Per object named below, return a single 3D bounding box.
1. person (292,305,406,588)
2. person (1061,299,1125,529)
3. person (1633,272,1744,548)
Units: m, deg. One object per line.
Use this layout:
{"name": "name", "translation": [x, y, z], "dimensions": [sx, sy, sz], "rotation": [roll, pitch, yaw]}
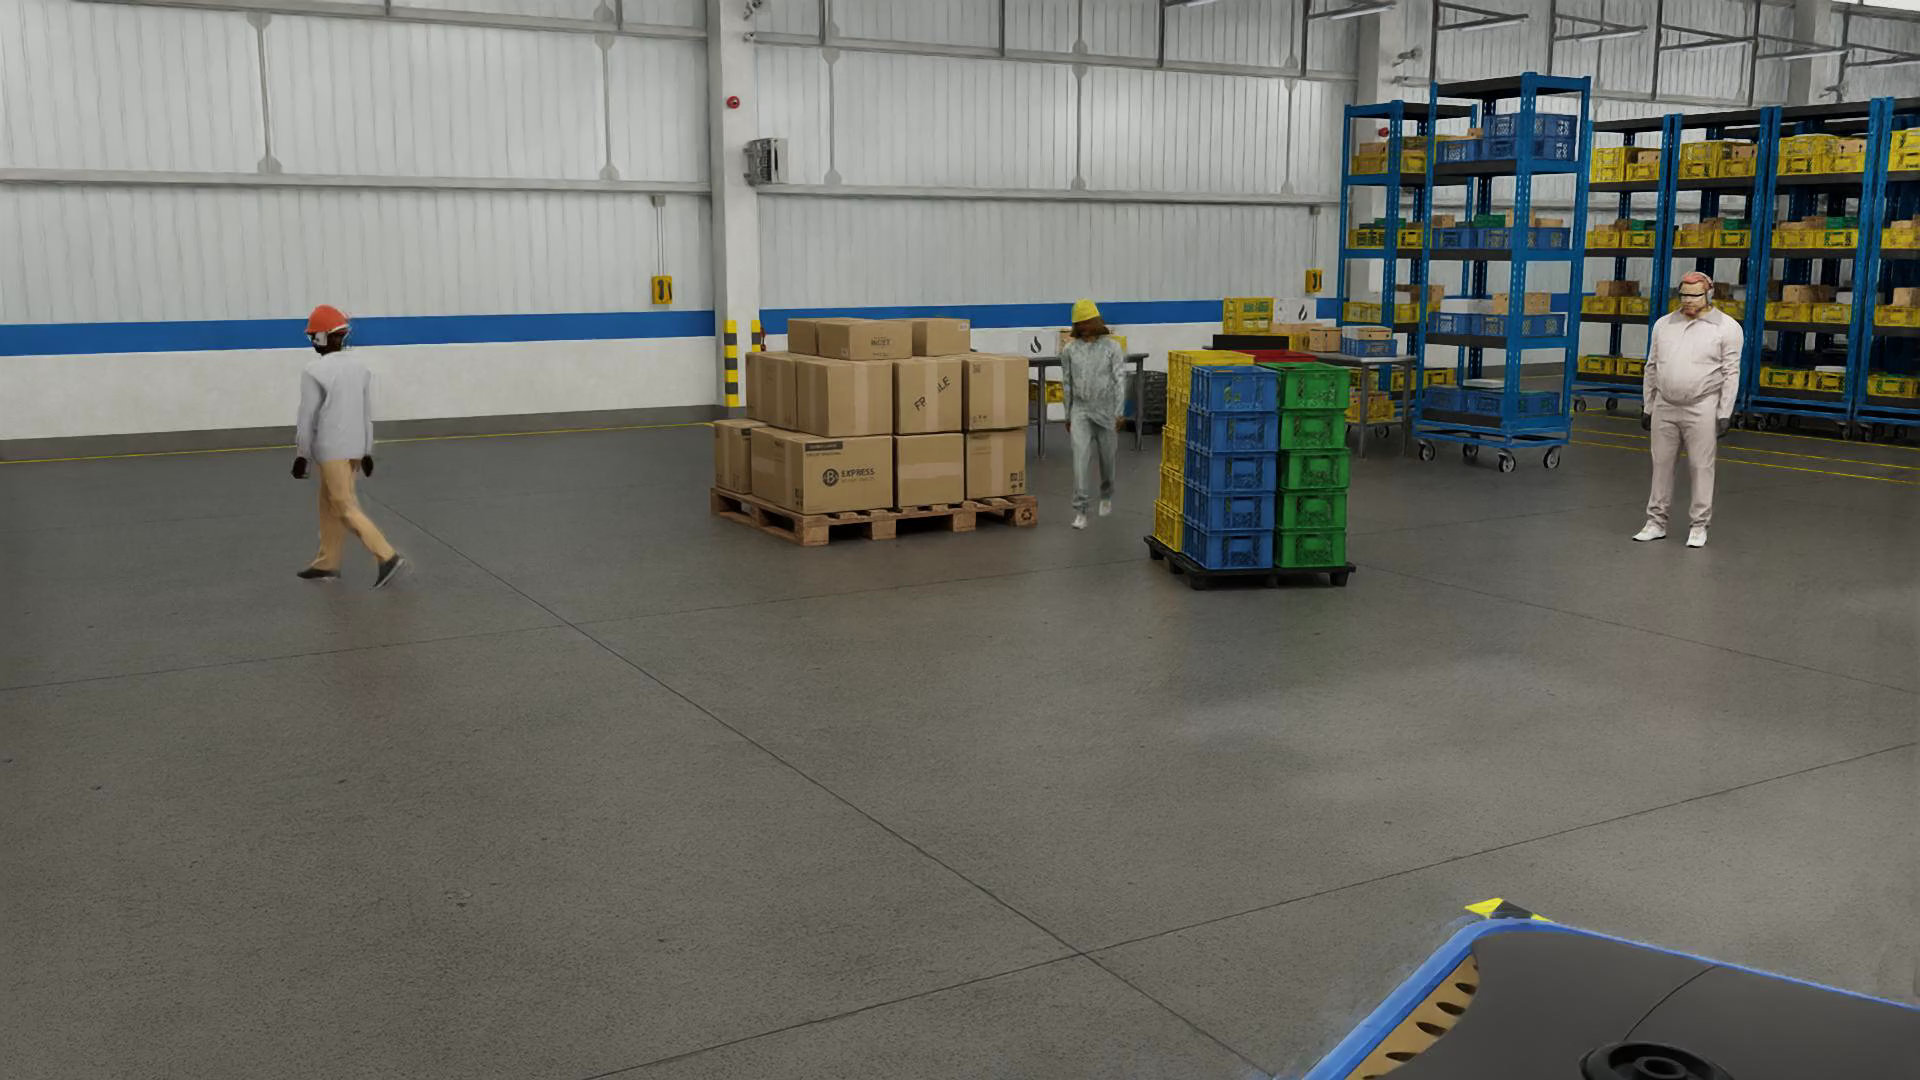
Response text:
{"name": "person", "translation": [-3.763, -0.569, 10.168], "dimensions": [0.820, 1.725, 0.555], "rotation": [2, 10, 12]}
{"name": "person", "translation": [1.009, -0.970, 12.530], "dimensions": [0.508, 1.686, 0.908], "rotation": [2, 10, 12]}
{"name": "person", "translation": [5.044, -0.903, 11.559], "dimensions": [0.638, 1.903, 0.409], "rotation": [10, 14, 44]}
